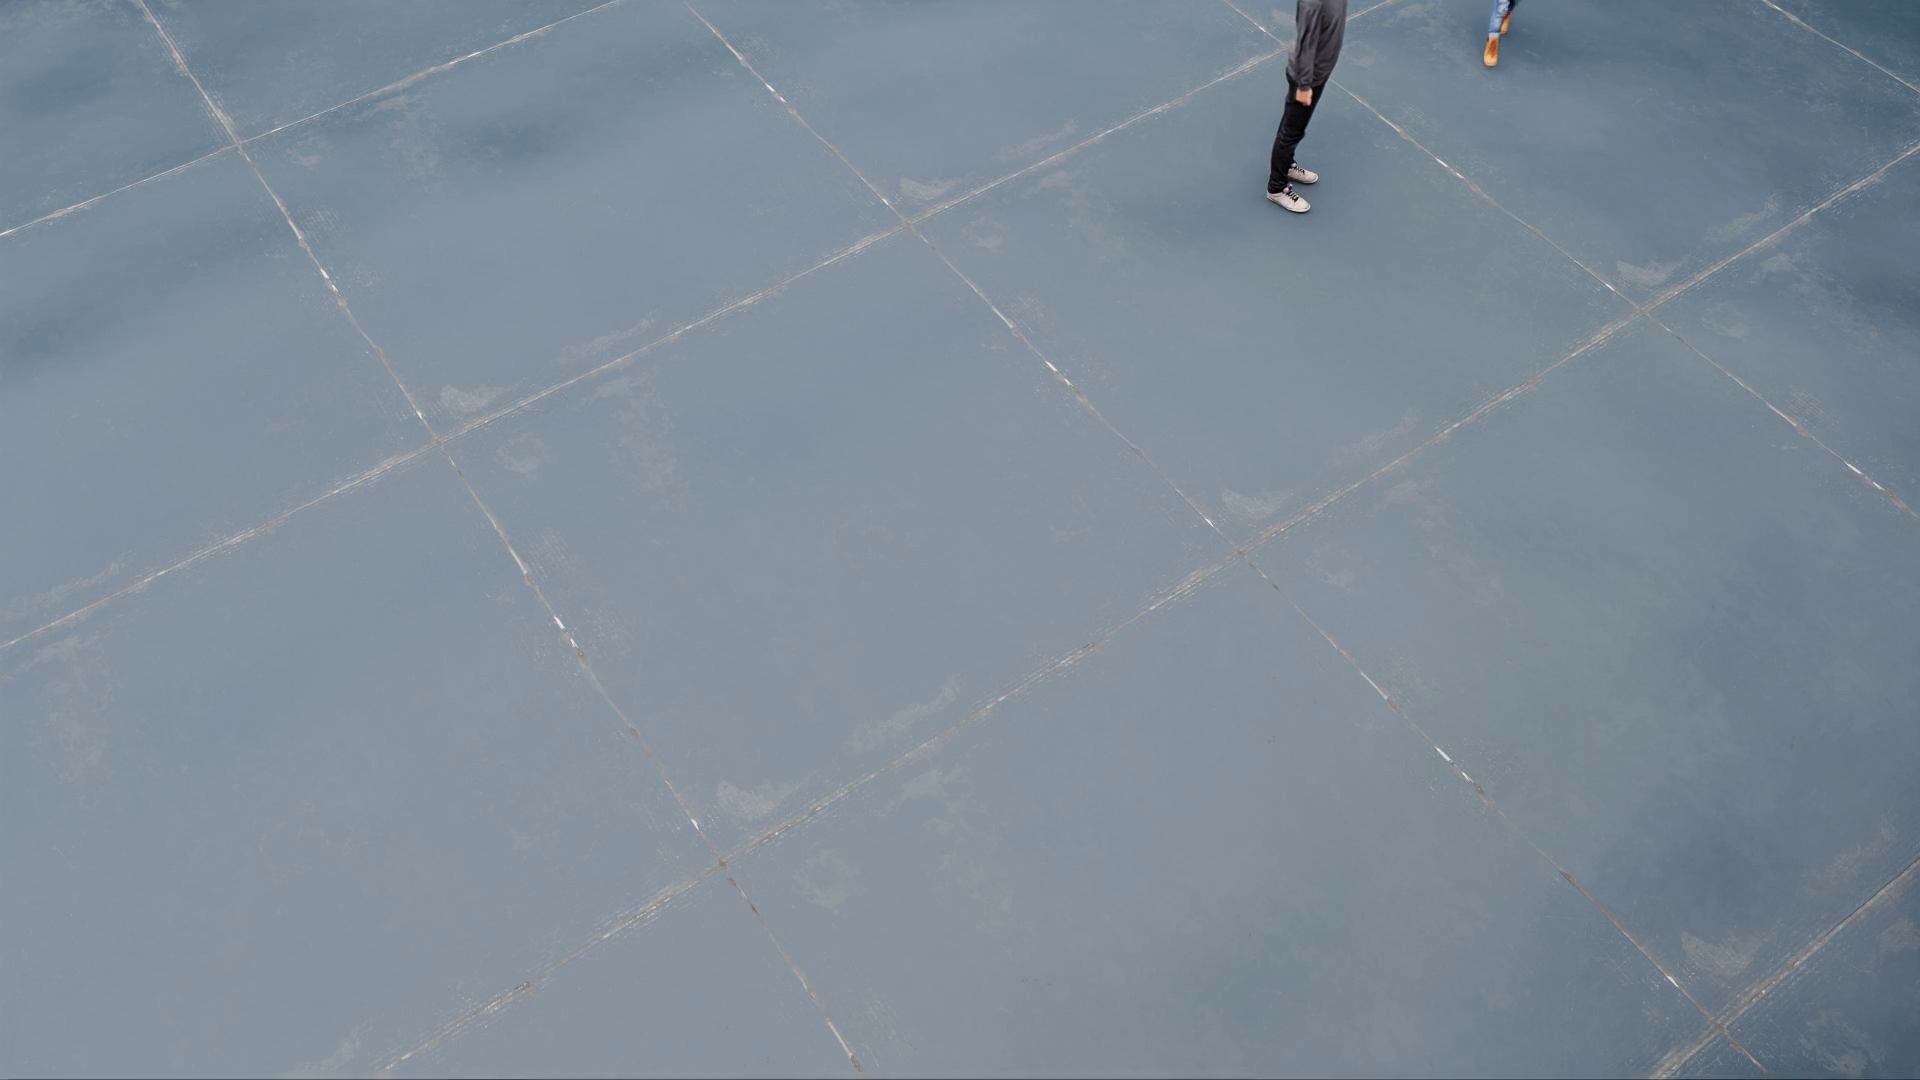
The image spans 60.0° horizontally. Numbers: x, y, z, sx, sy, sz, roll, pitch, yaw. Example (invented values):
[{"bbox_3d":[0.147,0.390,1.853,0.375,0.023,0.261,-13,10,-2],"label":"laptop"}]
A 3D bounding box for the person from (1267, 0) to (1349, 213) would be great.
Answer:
[{"bbox_3d":[1.970,-2.680,9.374,0.723,1.760,0.704,17,54,13],"label":"person"}]
